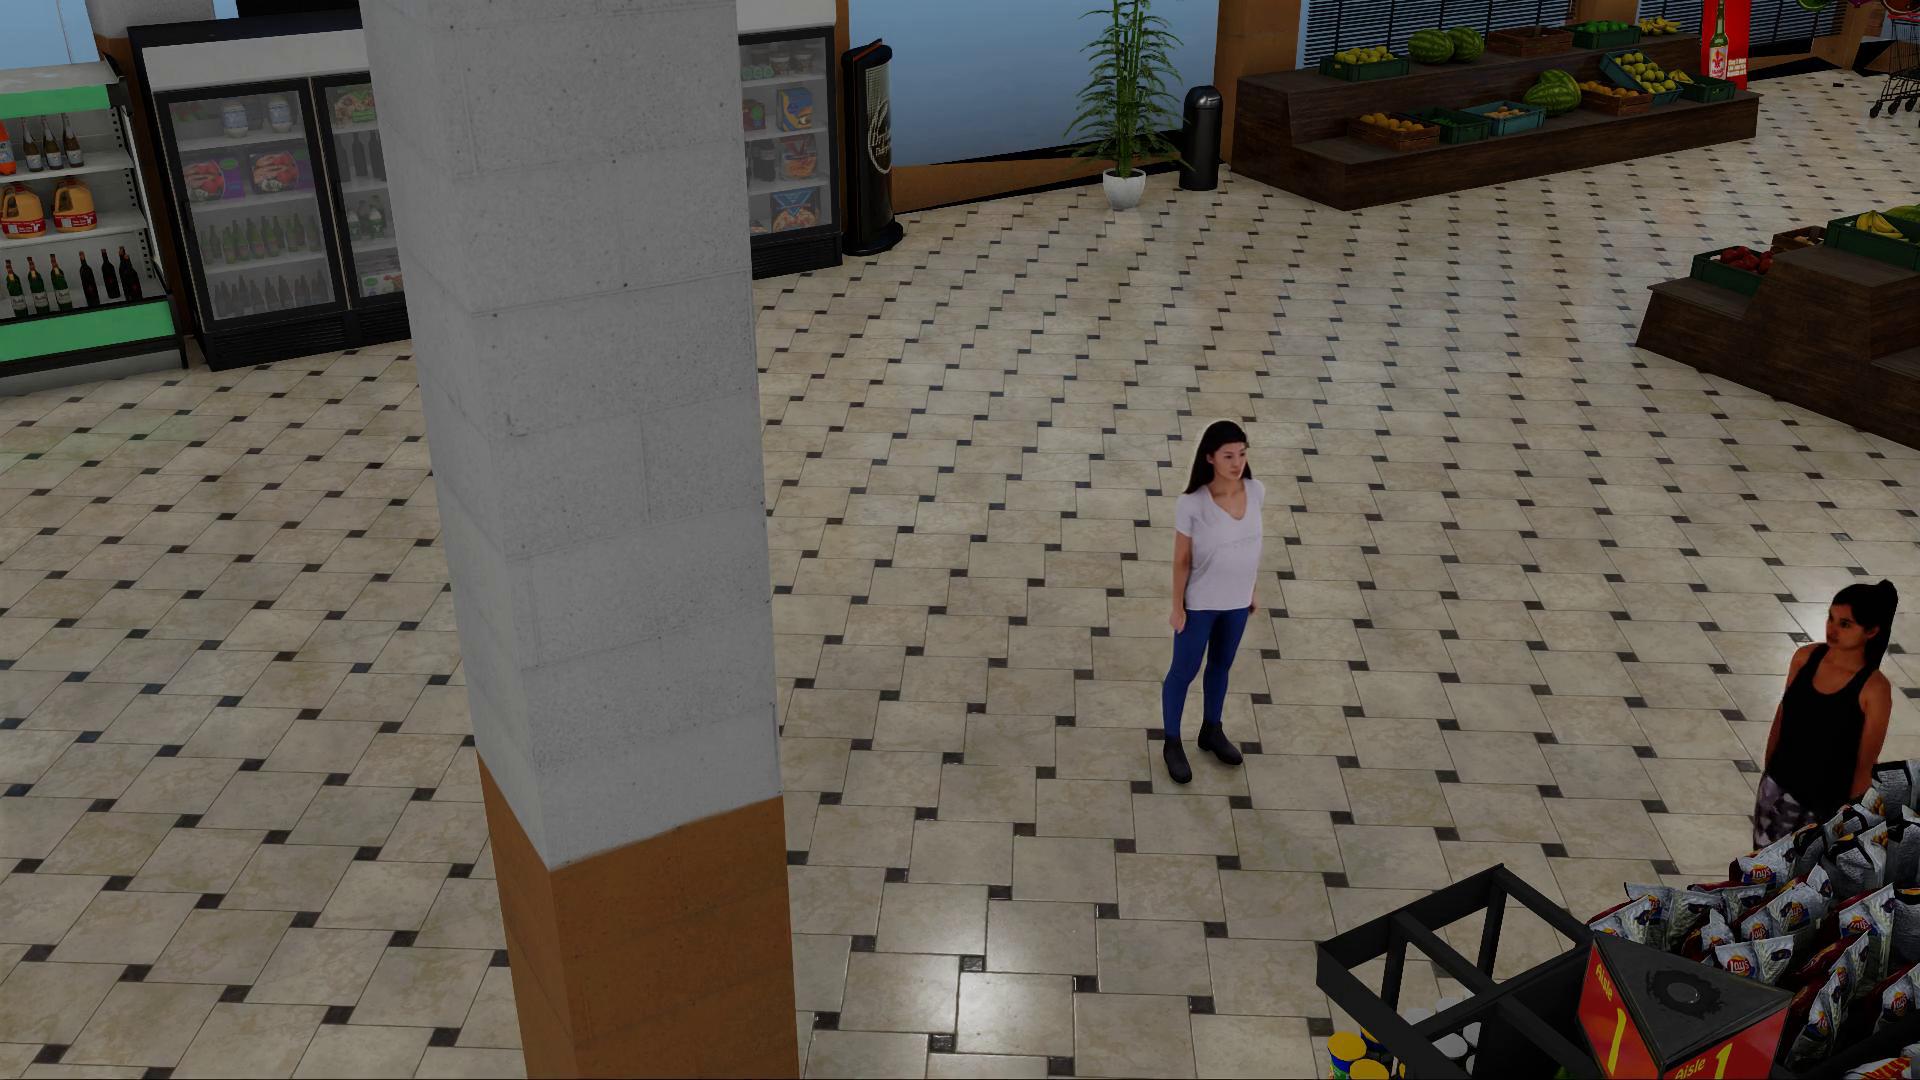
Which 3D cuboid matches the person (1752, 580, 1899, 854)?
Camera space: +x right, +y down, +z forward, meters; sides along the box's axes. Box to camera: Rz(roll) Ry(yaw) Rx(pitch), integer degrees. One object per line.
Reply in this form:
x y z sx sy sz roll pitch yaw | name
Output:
3.191 0.889 6.093 0.890 1.649 0.606 -13 29 -23 | person

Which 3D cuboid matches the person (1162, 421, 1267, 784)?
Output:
1.103 0.270 7.274 0.459 1.684 0.663 -14 30 -25 | person
